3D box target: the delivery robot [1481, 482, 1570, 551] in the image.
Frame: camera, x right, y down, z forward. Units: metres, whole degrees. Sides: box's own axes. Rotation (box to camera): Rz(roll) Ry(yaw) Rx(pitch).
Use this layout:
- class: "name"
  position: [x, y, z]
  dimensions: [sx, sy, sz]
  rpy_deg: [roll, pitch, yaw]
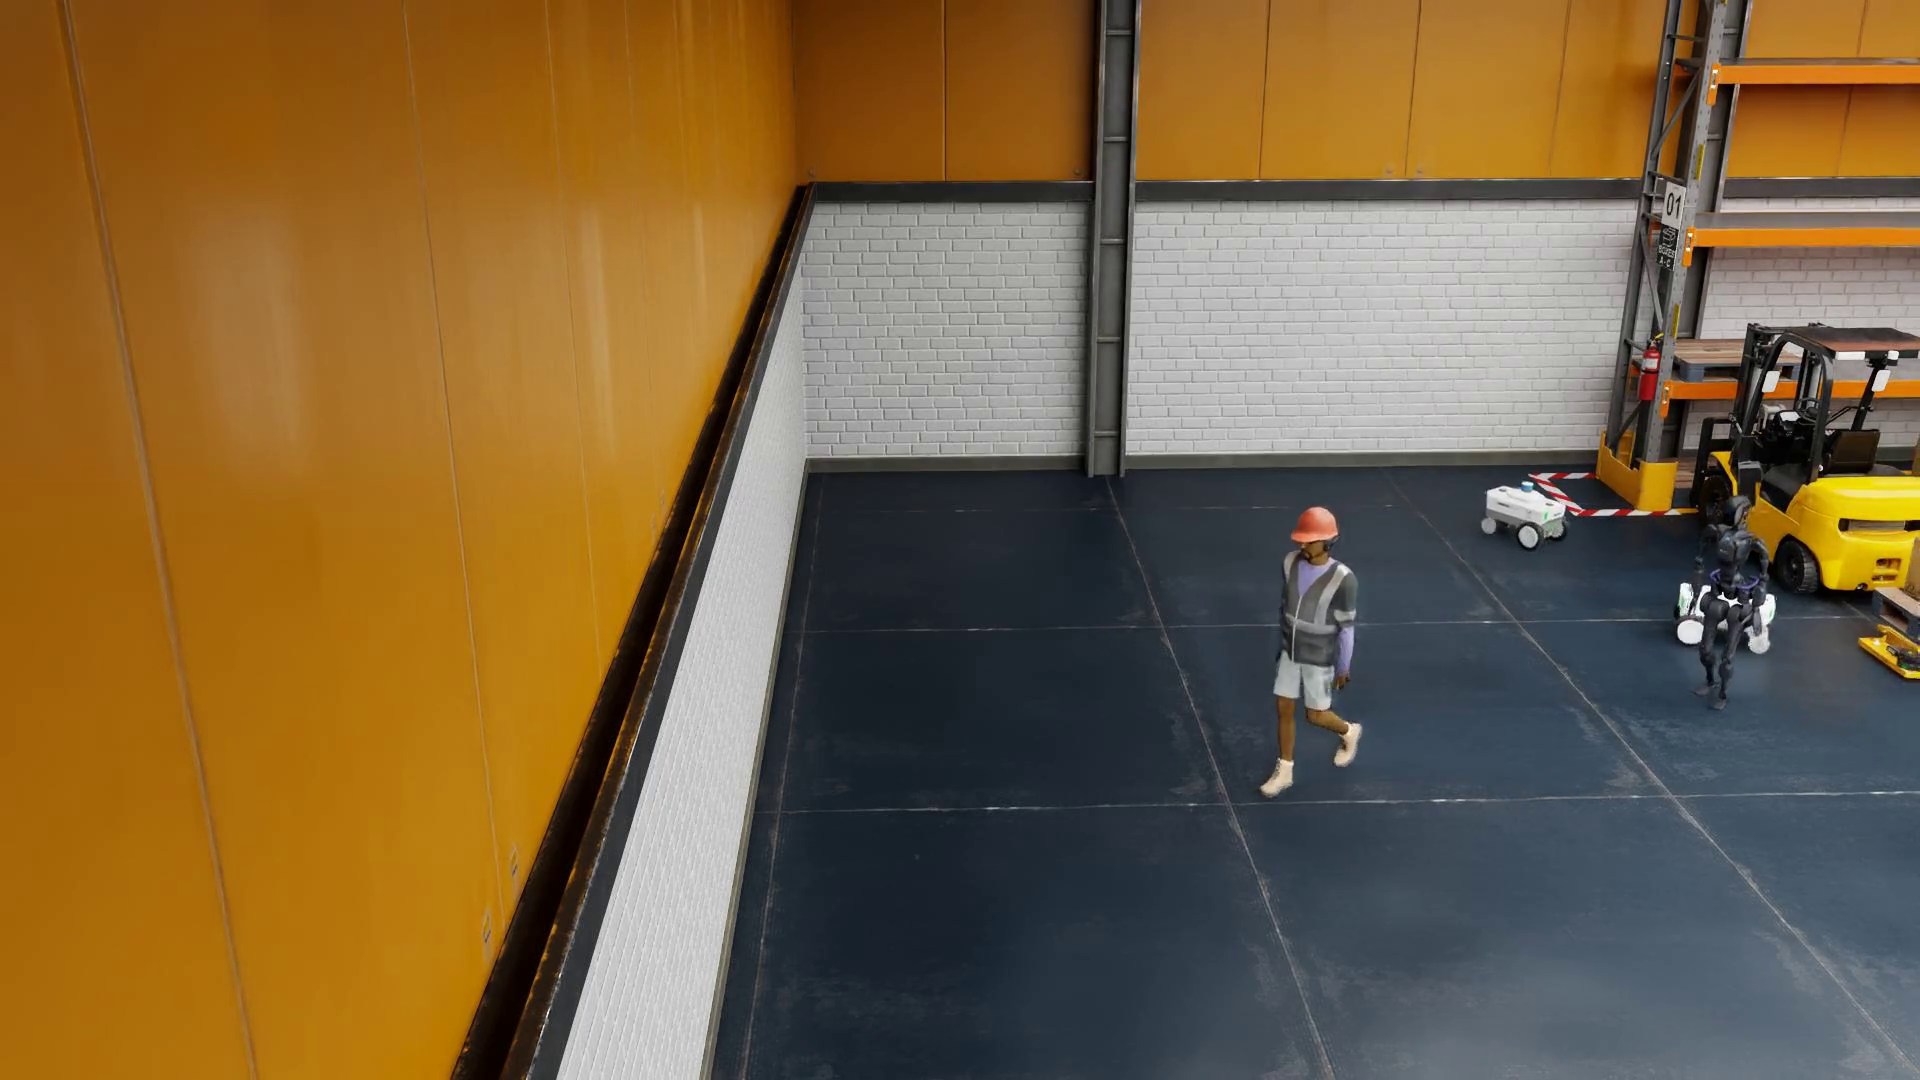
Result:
- class: "delivery robot"
  position: [5.364, -0.261, 15.830]
  dimensions: [0.499, 0.583, 0.758]
  rpy_deg: [-15, 25, -34]

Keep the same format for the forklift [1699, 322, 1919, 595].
- class: "forklift"
  position: [7.809, -0.792, 14.926]
  dimensions: [1.214, 2.155, 2.313]
  rpy_deg: [-1, 20, -2]

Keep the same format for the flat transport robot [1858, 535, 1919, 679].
- class: "flat transport robot"
  position: [8.000, 0.877, 13.174]
  dimensions: [1.431, 0.231, 0.659]
  rpy_deg: [-1, 20, -3]

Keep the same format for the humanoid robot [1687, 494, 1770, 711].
- class: "humanoid robot"
  position: [5.725, 0.441, 12.322]
  dimensions: [0.409, 1.647, 0.590]
  rpy_deg: [-15, 25, -34]

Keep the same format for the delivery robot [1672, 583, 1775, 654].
- class: "delivery robot"
  position: [6.212, 0.587, 13.547]
  dimensions: [0.792, 0.595, 0.499]
  rpy_deg: [8, 22, 22]

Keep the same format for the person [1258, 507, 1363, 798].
- class: "person"
  position: [2.377, 0.721, 11.076]
  dimensions: [0.782, 2.021, 0.608]
  rpy_deg: [-15, 25, -34]
